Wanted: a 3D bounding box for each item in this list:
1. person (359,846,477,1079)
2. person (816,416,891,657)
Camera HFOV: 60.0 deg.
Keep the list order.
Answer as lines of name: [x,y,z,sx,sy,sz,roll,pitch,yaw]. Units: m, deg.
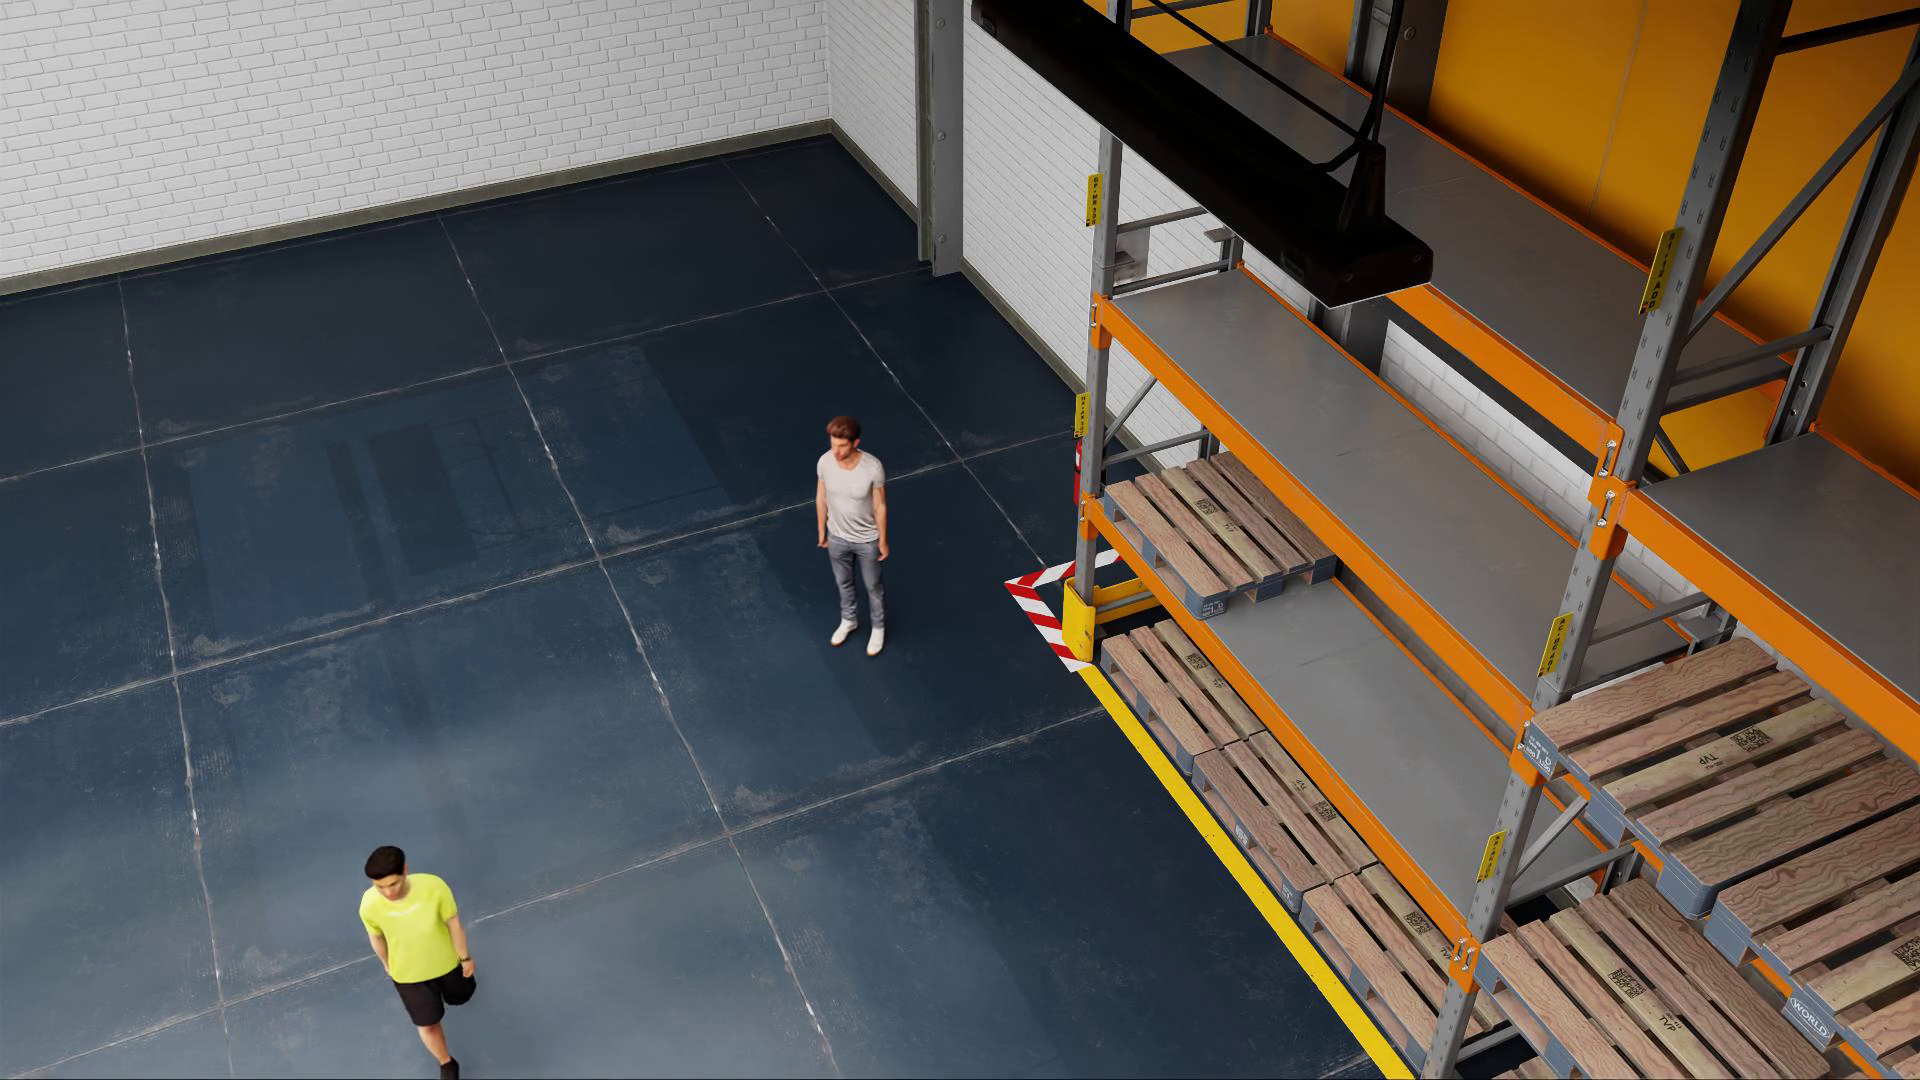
person: [-2.788,2.121,8.665,0.615,1.677,1.009,-14,41,-17]
person: [-0.704,-0.057,11.223,0.750,1.889,0.795,11,40,13]
